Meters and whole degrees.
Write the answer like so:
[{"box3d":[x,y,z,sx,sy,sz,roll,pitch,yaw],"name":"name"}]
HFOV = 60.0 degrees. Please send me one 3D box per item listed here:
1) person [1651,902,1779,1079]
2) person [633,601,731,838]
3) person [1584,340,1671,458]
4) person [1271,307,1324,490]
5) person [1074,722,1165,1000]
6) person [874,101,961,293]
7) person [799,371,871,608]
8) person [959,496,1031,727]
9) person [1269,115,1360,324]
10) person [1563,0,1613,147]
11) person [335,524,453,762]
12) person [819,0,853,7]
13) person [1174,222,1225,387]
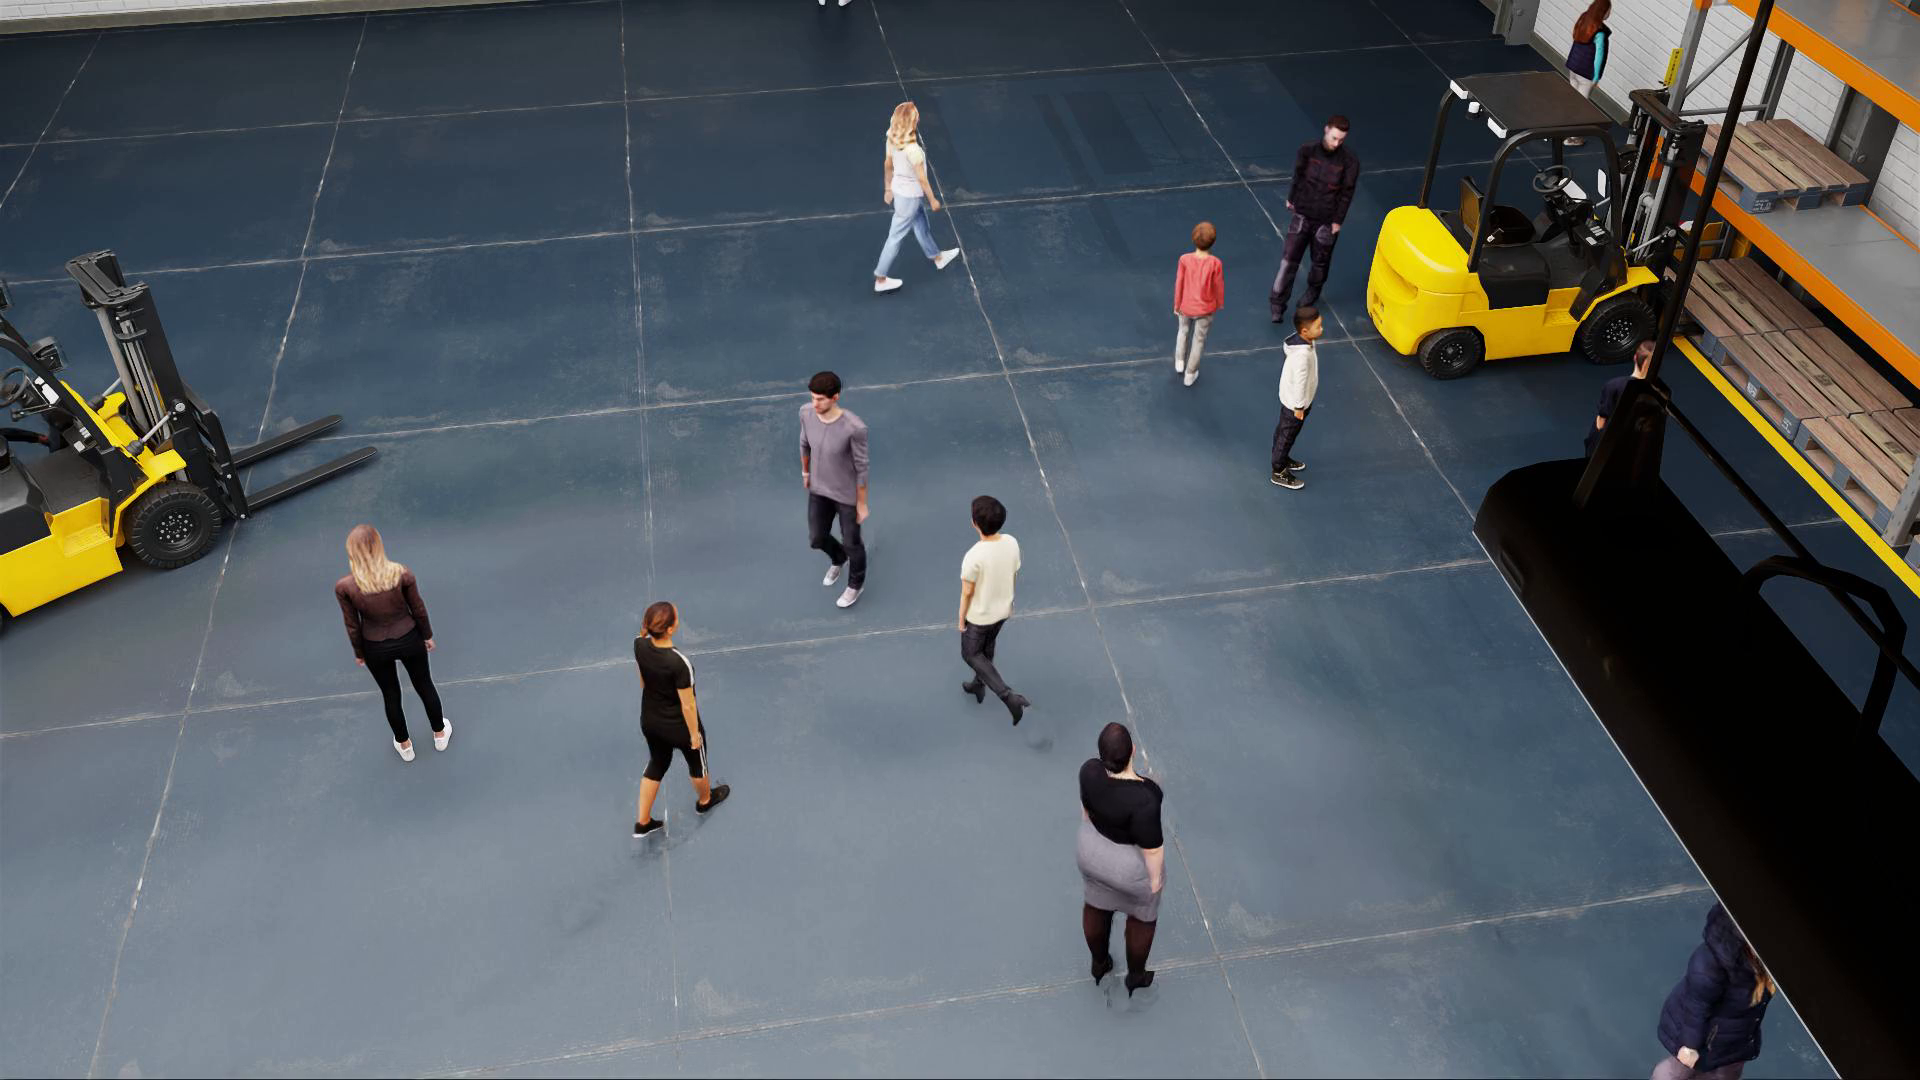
[{"box3d":[3.520,2.217,7.916,0.760,1.667,0.771,-19,42,-22],"name":"person"},{"box3d":[-1.686,1.041,9.401,0.938,1.651,0.988,23,44,26],"name":"person"},{"box3d":[4.564,-0.640,11.481,0.704,1.683,0.686,7,39,9],"name":"person"},{"box3d":[2.461,-1.069,12.202,0.713,1.454,0.572,7,39,9],"name":"person"},{"box3d":[0.809,1.681,8.534,0.881,1.735,0.807,-25,45,-28],"name":"person"},{"box3d":[-0.540,-2.895,14.316,0.964,1.670,1.153,-19,42,-22],"name":"person"},{"box3d":[-0.760,-0.387,11.043,0.848,1.834,0.876,16,41,19],"name":"person"},{"box3d":[0.209,0.476,10.177,0.986,1.566,0.859,31,48,33],"name":"person"},{"box3d":[3.020,-2.730,13.964,1.126,1.850,1.247,20,43,23],"name":"person"},{"box3d":[6.279,-4.730,16.749,0.653,1.501,0.538,-10,40,-12],"name":"person"},{"box3d":[-3.375,0.622,9.885,0.647,1.703,0.570,-14,41,-17],"name":"person"},{"box3d":[-1.554,-7.244,19.672,0.696,1.781,0.661,6,39,8],"name":"person"},{"box3d":[1.874,-1.842,13.208,0.651,1.407,0.708,14,41,17],"name":"person"}]
